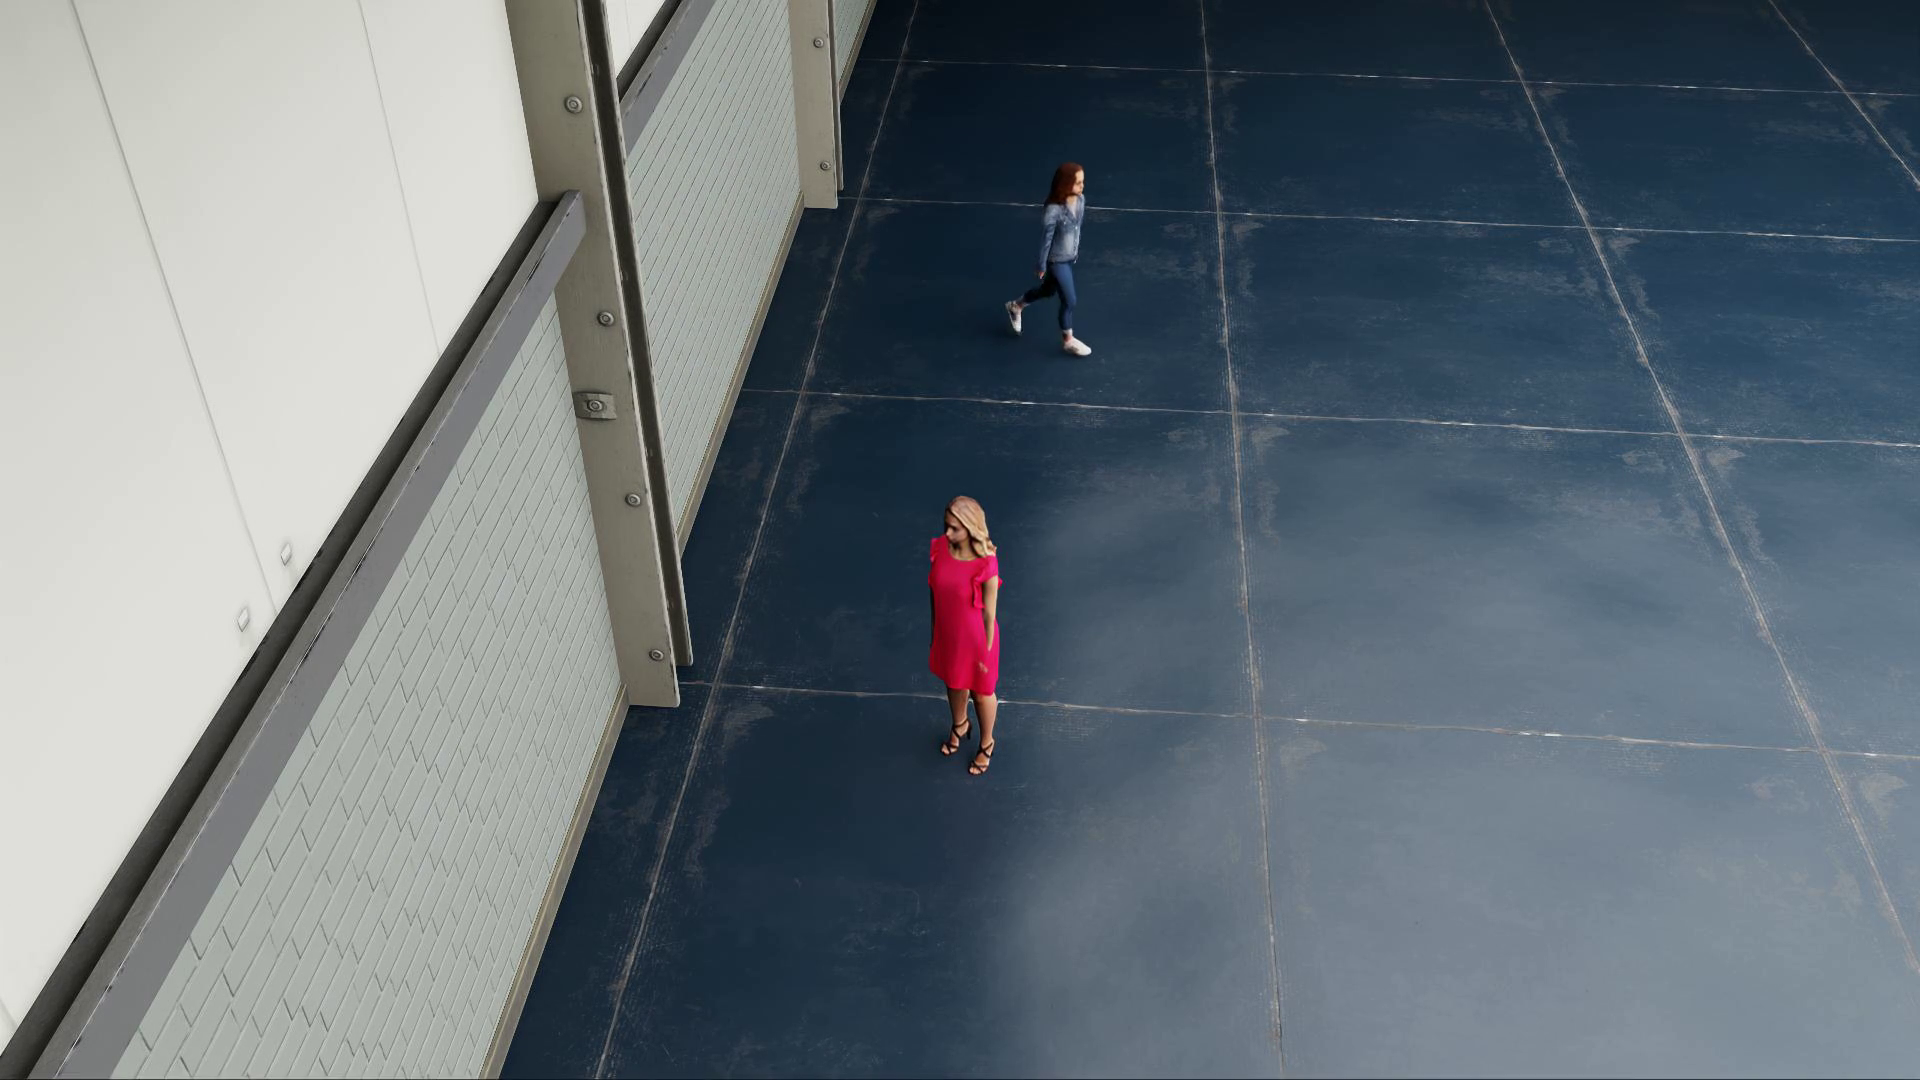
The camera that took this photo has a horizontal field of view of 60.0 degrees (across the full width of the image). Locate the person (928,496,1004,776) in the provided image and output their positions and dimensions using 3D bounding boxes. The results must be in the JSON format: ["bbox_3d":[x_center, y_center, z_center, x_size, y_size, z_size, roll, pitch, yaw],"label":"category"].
[{"bbox_3d":[0.044,0.471,8.315,0.668,1.721,0.696,25,44,28],"label":"person"}]

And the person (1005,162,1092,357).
[{"bbox_3d":[0.626,-2.002,11.703,0.907,1.443,0.983,23,44,26],"label":"person"}]
